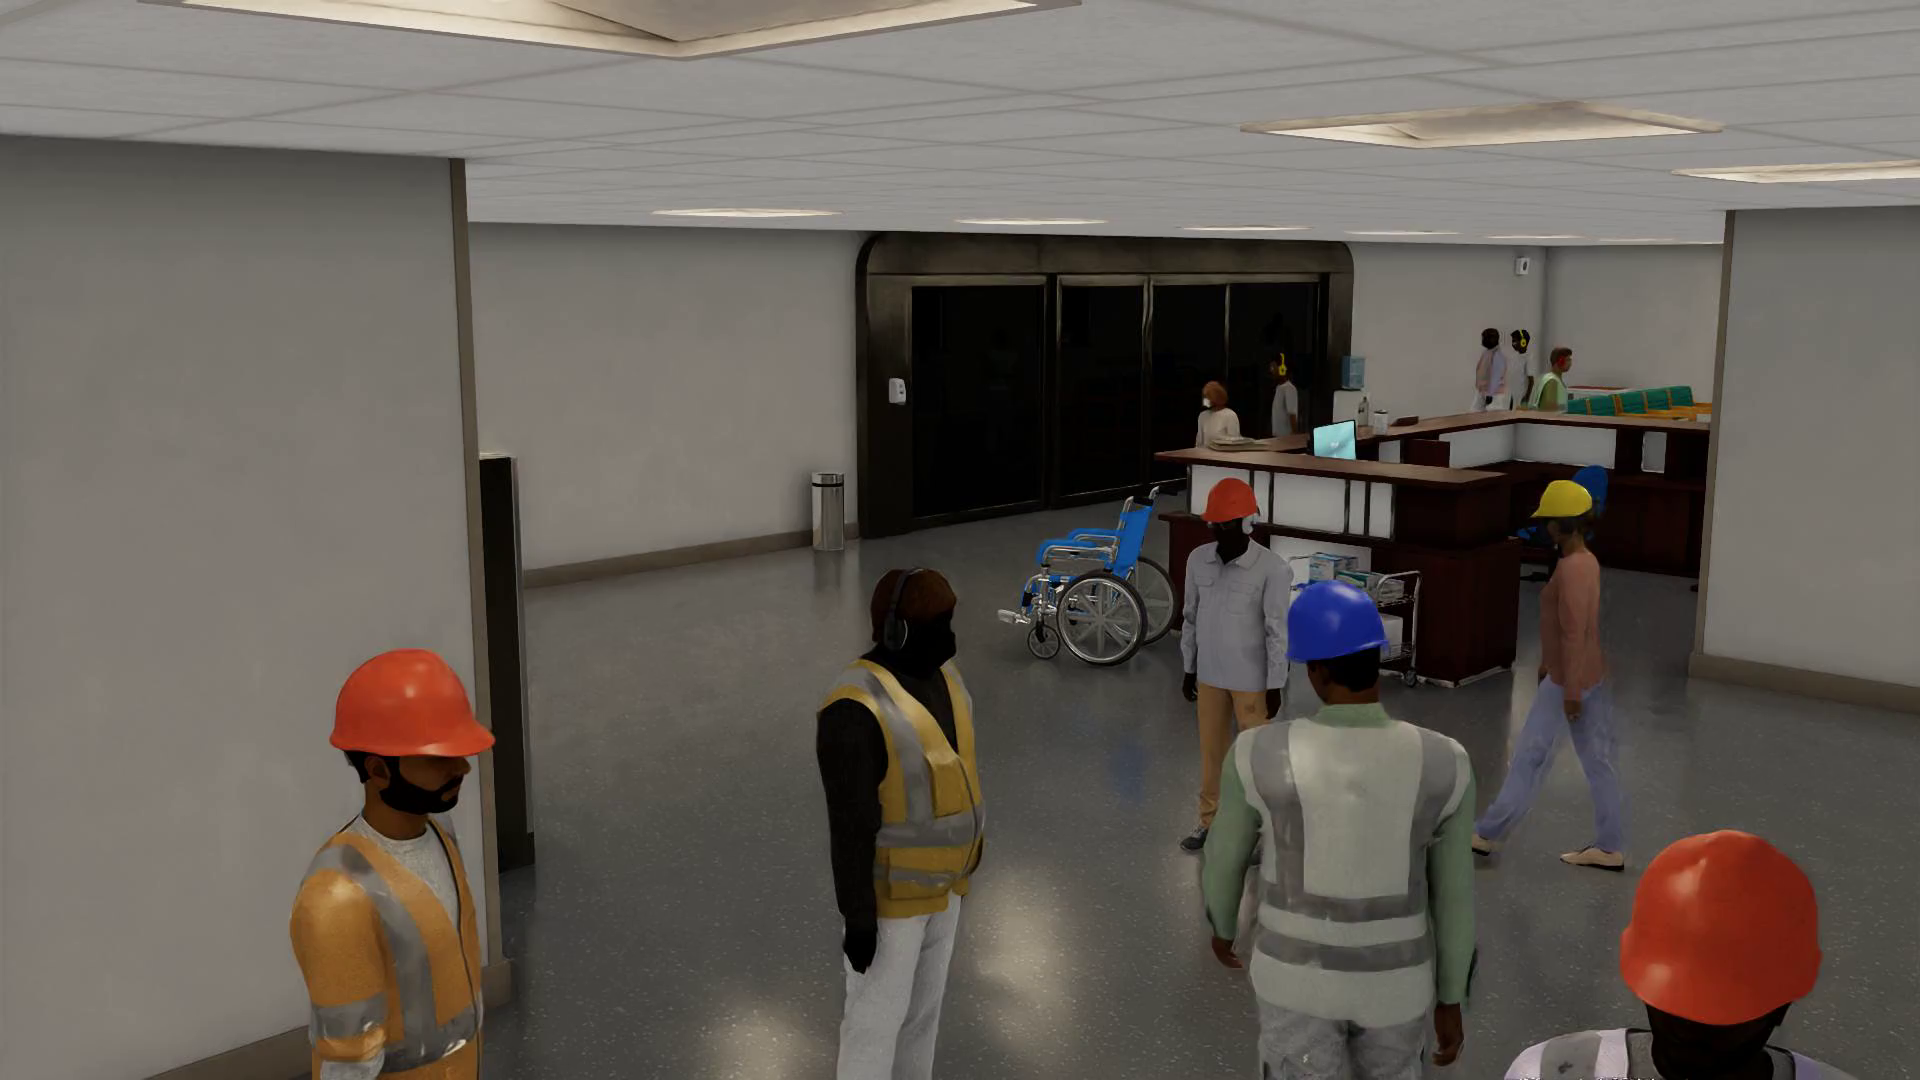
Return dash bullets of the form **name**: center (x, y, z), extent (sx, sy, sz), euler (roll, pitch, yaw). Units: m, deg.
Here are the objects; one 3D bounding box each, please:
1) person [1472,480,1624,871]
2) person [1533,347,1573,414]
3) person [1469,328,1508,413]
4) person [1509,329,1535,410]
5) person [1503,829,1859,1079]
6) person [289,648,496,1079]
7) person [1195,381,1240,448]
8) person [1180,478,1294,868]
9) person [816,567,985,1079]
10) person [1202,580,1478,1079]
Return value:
- **person**: center (2.591, 0.595, 7.397), extent (0.854, 1.724, 0.555), euler (5, 11, 28)
- **person**: center (6.334, -1.167, 17.945), extent (0.488, 1.822, 0.602), euler (5, 10, 26)
- **person**: center (7.465, -2.096, 23.626), extent (0.579, 1.820, 0.651), euler (0, 9, 0)
- **person**: center (7.390, -1.846, 21.971), extent (0.327, 1.865, 0.521), euler (0, 9, -2)
- **person**: center (0.999, 1.324, 2.312), extent (0.549, 1.933, 0.373), euler (3, 10, 16)
- **person**: center (-1.073, 1.161, 3.304), extent (0.377, 1.936, 0.549), euler (0, 9, 1)
- **person**: center (2.396, -0.679, 15.560), extent (0.417, 1.611, 0.526), euler (-6, 11, -33)
- **person**: center (1.210, 0.584, 7.444), extent (0.563, 1.742, 0.361), euler (9, 13, 44)
- **person**: center (-0.148, 0.981, 4.710), extent (0.429, 1.839, 0.635), euler (5, 10, 26)
- **person**: center (0.913, 1.052, 4.045), extent (0.635, 1.913, 0.656), euler (0, 9, 2)
